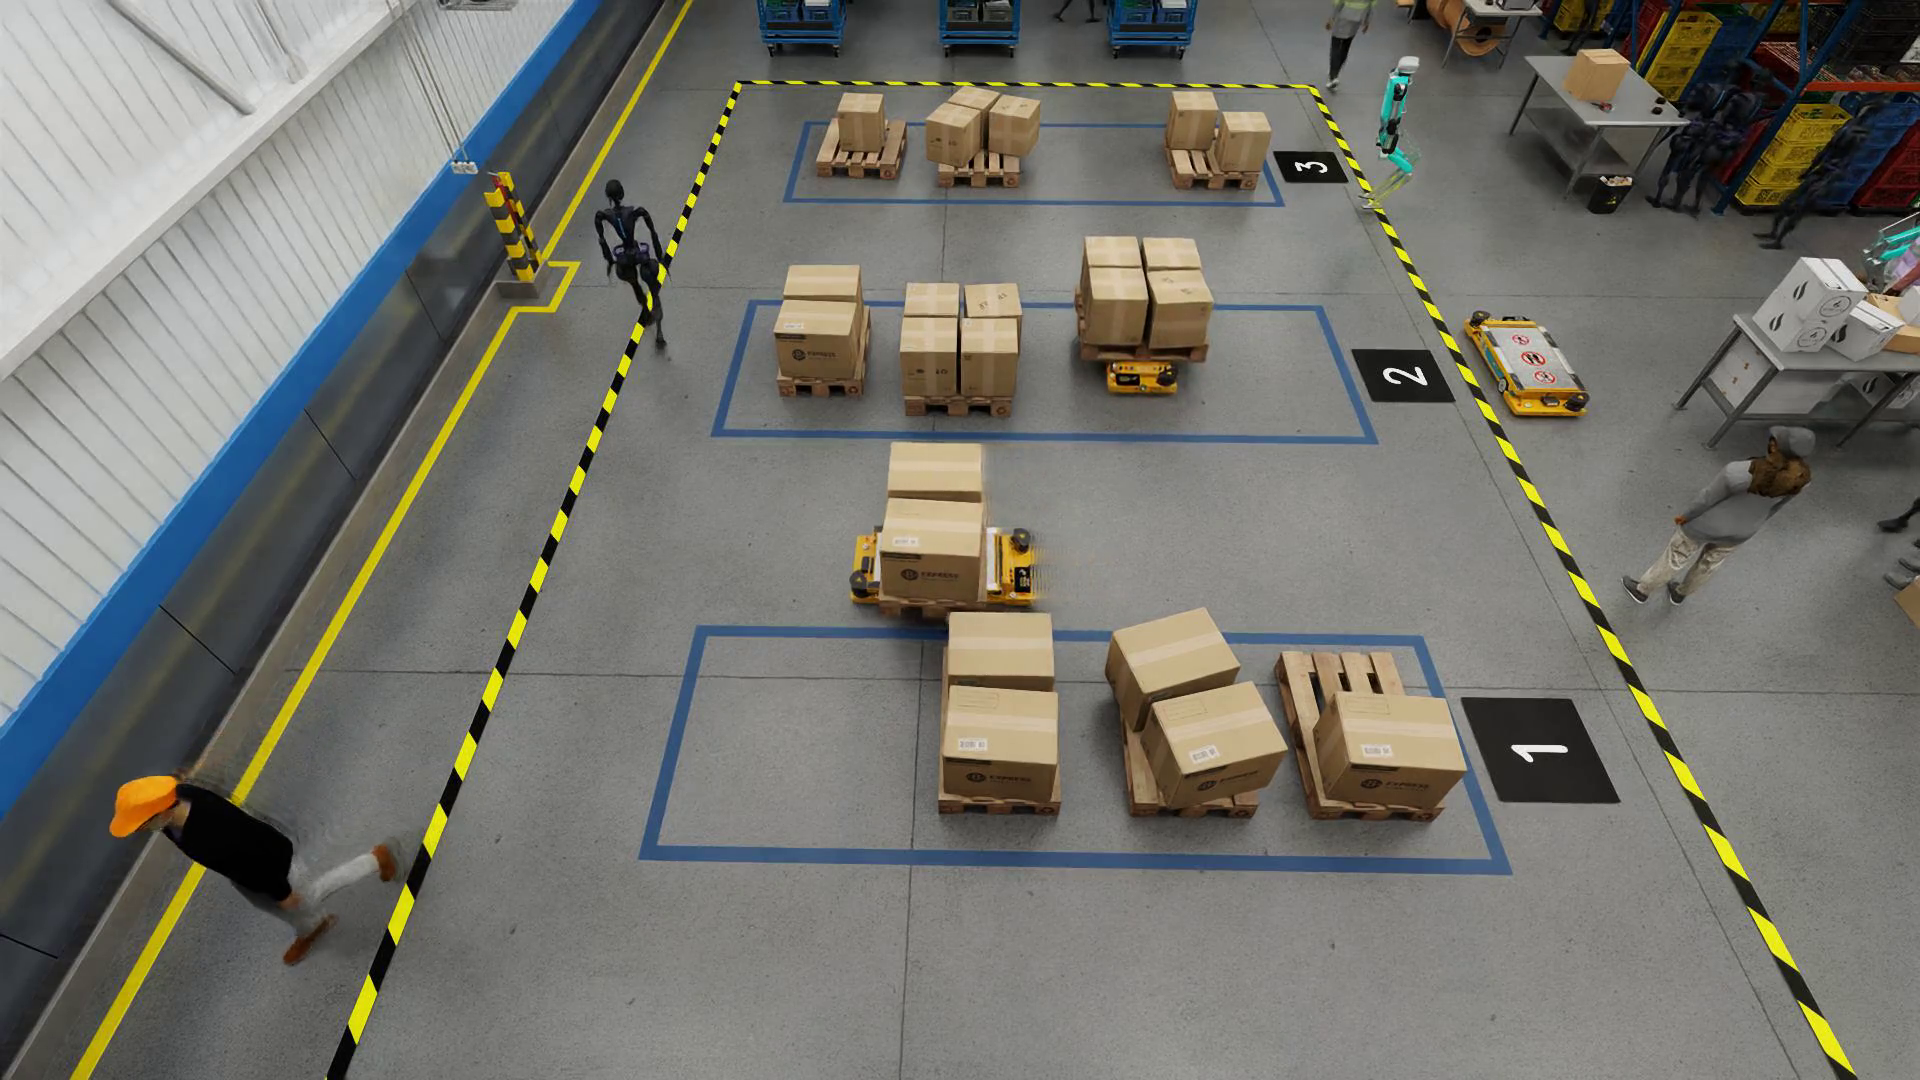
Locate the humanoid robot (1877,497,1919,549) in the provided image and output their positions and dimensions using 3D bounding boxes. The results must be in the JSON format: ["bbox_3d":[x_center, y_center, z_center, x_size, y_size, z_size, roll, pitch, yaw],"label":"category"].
[{"bbox_3d":[7.998,-0.526,7.056,0.405,1.653,0.608,-6,49,-5],"label":"humanoid robot"}]

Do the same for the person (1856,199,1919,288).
[{"bbox_3d":[10.021,-3.315,9.344,0.359,1.877,0.642,-2,49,-1],"label":"person"}]

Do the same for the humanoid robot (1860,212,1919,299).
[{"bbox_3d":[9.719,-3.207,9.249,0.735,1.677,0.533,7,50,6],"label":"humanoid robot"}]

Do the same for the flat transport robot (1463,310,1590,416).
[{"bbox_3d":[5.573,-1.757,9.054,0.659,0.231,1.431,1,49,1],"label":"flat transport robot"}]

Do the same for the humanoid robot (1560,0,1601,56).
[{"bbox_3d":[9.446,-8.062,13.578,0.337,1.654,0.612,19,52,16],"label":"humanoid robot"}]

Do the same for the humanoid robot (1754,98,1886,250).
[{"bbox_3d":[9.429,-3.994,10.053,0.365,1.648,0.604,14,51,12],"label":"humanoid robot"}]

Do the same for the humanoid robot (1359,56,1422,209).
[{"bbox_3d":[5.052,-4.599,10.457,0.735,1.672,0.533,9,50,8],"label":"humanoid robot"}]

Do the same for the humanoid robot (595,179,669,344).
[{"bbox_3d":[-3.203,-2.704,8.965,0.602,1.631,0.739,-8,50,-7],"label":"humanoid robot"}]

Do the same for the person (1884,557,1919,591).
[{"bbox_3d":[7.710,-0.291,6.683,0.602,1.939,0.411,-30,56,-24],"label":"person"}]

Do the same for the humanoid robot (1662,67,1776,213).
[{"bbox_3d":[8.757,-4.559,10.547,0.609,1.651,0.328,-11,50,-9],"label":"humanoid robot"}]

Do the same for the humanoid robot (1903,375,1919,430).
[{"bbox_3d":[8.732,-1.794,8.116,0.551,1.705,0.995,-4,49,-4],"label":"humanoid robot"}]

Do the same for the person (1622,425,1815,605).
[{"bbox_3d":[5.532,-0.129,6.651,0.564,1.769,0.395,5,49,4],"label":"person"}]

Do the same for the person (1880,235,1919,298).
[{"bbox_3d":[8.837,-2.506,8.537,0.405,2.036,0.605,35,58,27],"label":"person"}]

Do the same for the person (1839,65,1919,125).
[{"bbox_3d":[11.129,-5.400,11.167,0.624,1.843,0.429,18,51,15],"label":"person"}]

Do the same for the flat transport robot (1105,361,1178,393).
[{"bbox_3d":[1.778,-2.027,9.270,0.652,0.197,1.431,1,49,1],"label":"flat transport robot"}]

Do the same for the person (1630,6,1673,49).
[{"bbox_3d":[10.600,-8.142,13.459,0.361,1.963,0.610,-4,49,-3],"label":"person"}]

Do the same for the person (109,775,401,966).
[{"bbox_3d":[-3.793,1.707,5.004,0.591,1.859,0.727,23,53,19],"label":"person"}]

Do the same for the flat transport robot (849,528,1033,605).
[{"bbox_3d":[-0.142,0.197,7.344,1.431,0.197,0.652,1,49,1],"label":"flat transport robot"}]

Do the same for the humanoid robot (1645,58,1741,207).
[{"bbox_3d":[8.571,-4.726,10.698,0.587,1.643,0.382,7,50,6],"label":"humanoid robot"}]

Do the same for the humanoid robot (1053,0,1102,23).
[{"bbox_3d":[1.918,-9.044,14.475,0.788,1.644,0.590,-6,49,-5],"label":"humanoid robot"}]

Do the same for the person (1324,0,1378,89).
[{"bbox_3d":[5.474,-7.316,12.834,0.598,1.854,0.532,0,49,0],"label":"person"}]
